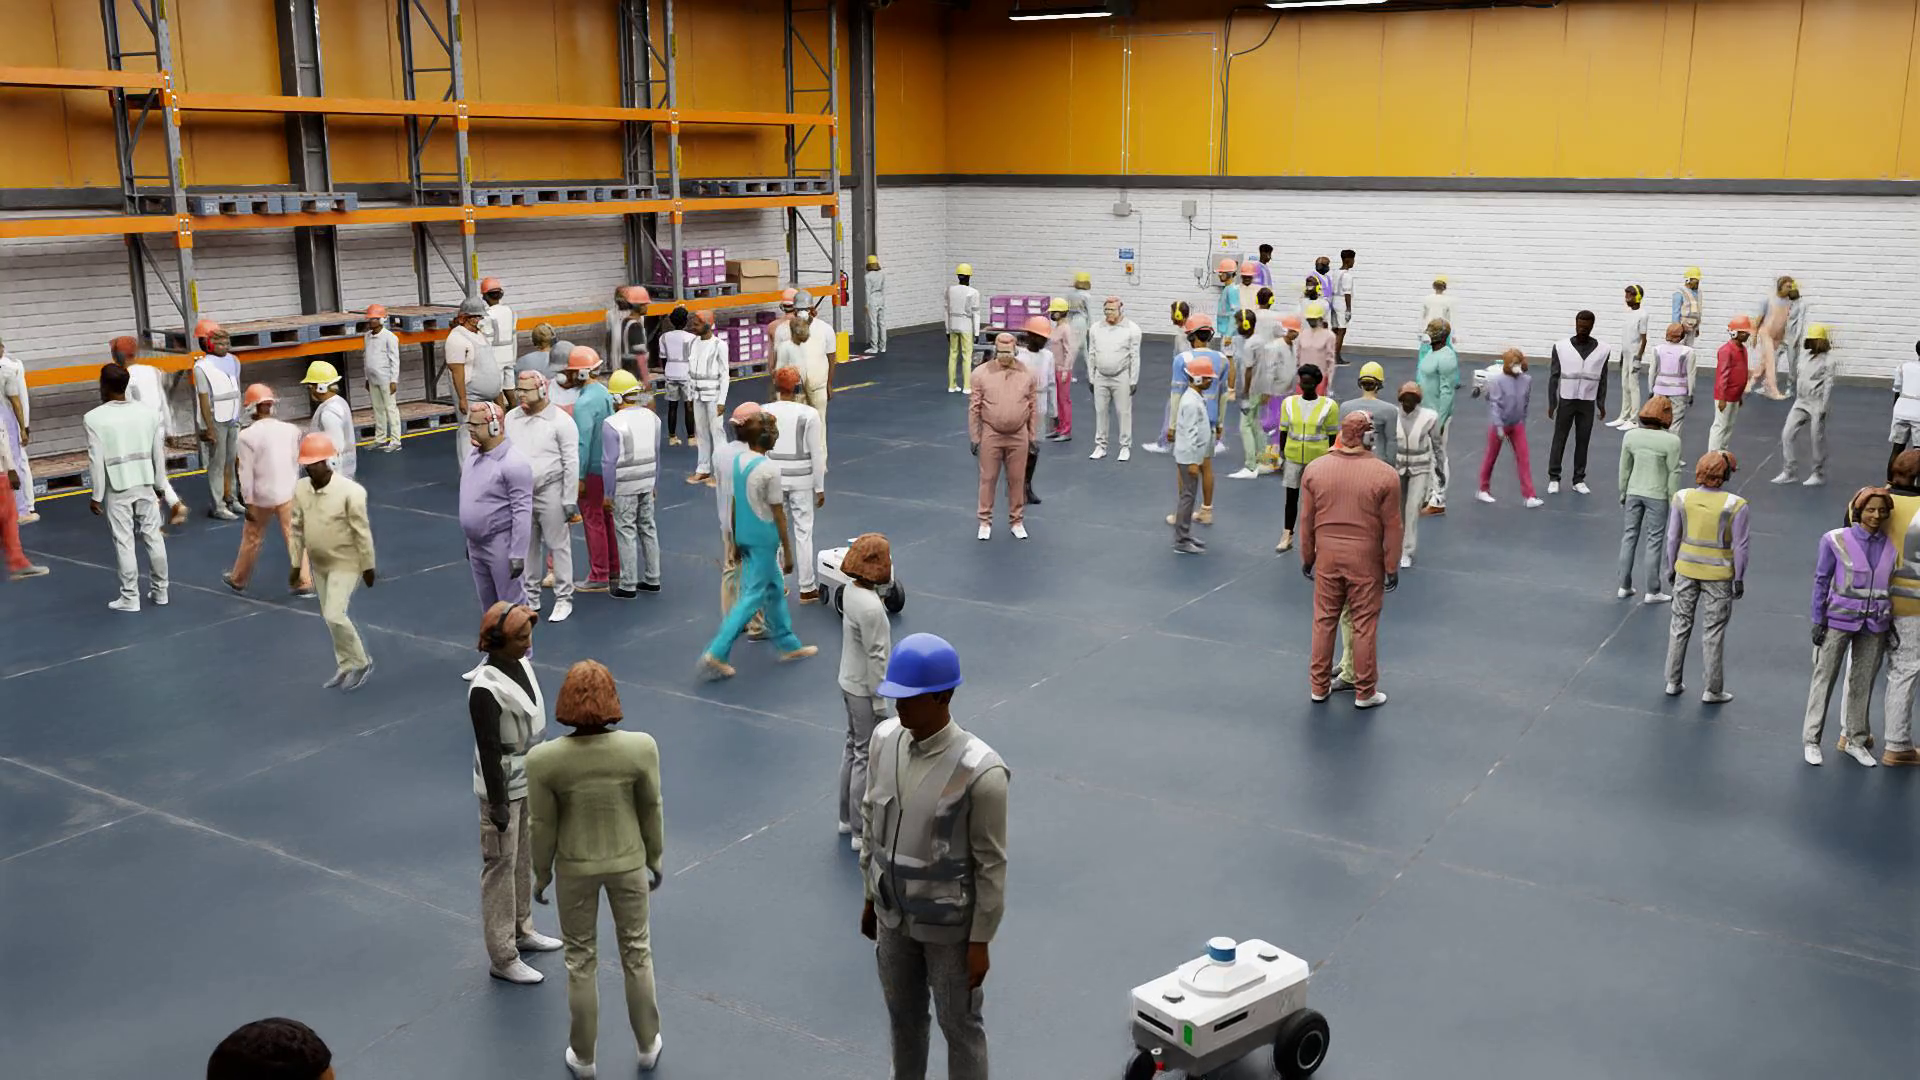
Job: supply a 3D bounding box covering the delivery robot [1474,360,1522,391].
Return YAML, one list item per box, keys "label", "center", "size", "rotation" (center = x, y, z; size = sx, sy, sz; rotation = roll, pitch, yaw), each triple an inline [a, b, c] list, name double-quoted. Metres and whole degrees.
- label: "delivery robot"
  center: [7.810, -2.369, 24.130]
  size: [0.707, 0.478, 0.477]
  rotation: [-7, 15, -27]

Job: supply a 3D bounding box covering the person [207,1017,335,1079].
- label: "person"
  center: [-1.314, 1.810, 3.225]
  size: [0.371, 1.916, 0.597]
  rotation: [-1, 13, -4]

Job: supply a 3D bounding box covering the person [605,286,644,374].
- label: "person"
  center: [-4.310, -2.347, 21.415]
  size: [0.506, 1.846, 0.345]
  rotation: [0, 13, 1]

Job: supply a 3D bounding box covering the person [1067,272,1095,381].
- label: "person"
  center: [1.942, -3.336, 26.014]
  size: [0.888, 1.690, 0.506]
  rotation: [-8, 15, -30]

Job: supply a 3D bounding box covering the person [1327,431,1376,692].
- label: "person"
  center: [2.537, 0.122, 10.903]
  size: [0.327, 1.753, 0.563]
  rotation: [4, 14, 17]

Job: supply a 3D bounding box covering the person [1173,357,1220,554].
- label: "person"
  center: [2.101, -0.750, 14.728]
  size: [0.381, 1.743, 0.569]
  rotation: [3, 13, 14]

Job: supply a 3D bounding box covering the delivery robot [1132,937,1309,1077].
- label: "delivery robot"
  center: [0.985, 1.744, 6.291]
  size: [0.707, 0.478, 0.477]
  rotation: [-10, 16, -37]

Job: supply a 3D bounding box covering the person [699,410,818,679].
- label: "person"
  center: [-1.382, 0.025, 11.220]
  size: [0.944, 1.810, 0.525]
  rotation: [-10, 16, -37]

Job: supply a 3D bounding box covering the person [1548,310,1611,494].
- label: "person"
  center: [6.422, -1.437, 17.312]
  size: [0.590, 1.916, 0.391]
  rotation: [1, 13, 6]

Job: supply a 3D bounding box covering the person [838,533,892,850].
- label: "person"
  center: [-0.472, 0.761, 8.422]
  size: [0.279, 1.625, 0.493]
  rotation: [-3, 13, -14]

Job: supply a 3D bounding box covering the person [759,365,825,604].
- label: "person"
  center: [-1.325, -0.432, 13.022]
  size: [0.581, 1.884, 0.351]
  rotation: [4, 14, 16]

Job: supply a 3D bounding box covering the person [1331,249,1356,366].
- label: "person"
  center: [6.418, -3.901, 27.924]
  size: [0.377, 1.958, 0.606]
  rotation: [-2, 13, -9]

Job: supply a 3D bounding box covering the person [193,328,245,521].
- label: "person"
  center: [-7.158, -1.123, 16.099]
  size: [0.389, 1.847, 0.567]
  rotation: [1, 13, 4]

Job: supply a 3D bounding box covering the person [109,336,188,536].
- label: "person"
  center: [-7.492, -0.941, 15.265]
  size: [0.481, 1.864, 0.598]
  rotation: [3, 13, 14]

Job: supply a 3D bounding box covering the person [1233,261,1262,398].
- label: "person"
  center: [4.151, -3.049, 24.172]
  size: [0.624, 1.982, 0.417]
  rotation: [0, 13, -1]

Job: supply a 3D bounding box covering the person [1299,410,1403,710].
- label: "person"
  center: [2.487, 0.123, 10.572]
  size: [0.652, 1.904, 0.403]
  rotation: [7, 15, 29]

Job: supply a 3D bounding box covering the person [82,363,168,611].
- label: "person"
  center: [-6.413, -0.408, 12.837]
  size: [0.385, 1.921, 0.596]
  rotation: [8, 15, 32]

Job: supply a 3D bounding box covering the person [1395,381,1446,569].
- label: "person"
  center: [3.926, -0.610, 14.436]
  size: [0.574, 1.592, 0.850]
  rotation: [7, 15, 26]

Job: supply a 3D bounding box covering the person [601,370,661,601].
- label: "person"
  center: [-2.610, -0.431, 13.166]
  size: [0.405, 1.824, 0.585]
  rotation: [8, 15, 30]

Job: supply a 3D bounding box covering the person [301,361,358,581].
- label: "person"
  center: [-5.172, -0.560, 13.691]
  size: [0.404, 1.830, 0.600]
  rotation: [-4, 13, -15]

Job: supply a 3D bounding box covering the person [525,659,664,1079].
- label: "person"
  center: [-1.365, 1.247, 6.288]
  size: [0.498, 1.634, 0.283]
  rotation: [-4, 13, -16]

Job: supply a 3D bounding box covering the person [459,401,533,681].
- label: "person"
  center: [-3.070, 0.038, 10.936]
  size: [0.638, 1.910, 0.407]
  rotation: [12, 17, 41]

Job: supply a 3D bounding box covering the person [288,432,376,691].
- label: "person"
  center: [-4.093, 0.144, 10.854]
  size: [0.557, 1.735, 0.466]
  rotation: [7, 15, 27]

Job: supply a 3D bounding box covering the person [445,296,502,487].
- label: "person"
  center: [-5.122, -1.574, 17.635]
  size: [0.535, 2.000, 0.679]
  rotation: [2, 13, 8]

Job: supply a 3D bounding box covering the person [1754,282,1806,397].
- label: "person"
  center: [11.931, -2.896, 24.095]
  size: [0.845, 1.710, 0.514]
  rotation: [-10, 16, -36]

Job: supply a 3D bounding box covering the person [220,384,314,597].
- label: "person"
  center: [-5.545, -0.390, 13.239]
  size: [0.856, 1.701, 0.587]
  rotation: [8, 15, 32]

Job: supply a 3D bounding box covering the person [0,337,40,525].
- label: "person"
  center: [-9.117, -1.048, 15.781]
  size: [0.513, 1.843, 0.334]
  rotation: [0, 13, 1]

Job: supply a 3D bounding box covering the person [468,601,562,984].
- label: "person"
  center: [-1.914, 1.058, 7.097]
  size: [0.310, 1.640, 0.514]
  rotation: [1, 13, 3]

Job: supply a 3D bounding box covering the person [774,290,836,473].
- label: "person"
  center: [-1.711, -1.740, 18.355]
  size: [0.684, 2.000, 0.538]
  rotation: [-1, 13, -3]

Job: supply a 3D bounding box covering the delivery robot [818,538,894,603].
- label: "delivery robot"
  center: [-0.813, 0.232, 12.851]
  size: [0.477, 0.478, 0.707]
  rotation: [-8, 15, -31]

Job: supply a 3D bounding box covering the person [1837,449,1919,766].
- label: "person"
  center: [5.404, 0.382, 9.601]
  size: [0.429, 1.835, 0.634]
  rotation: [-7, 15, -27]

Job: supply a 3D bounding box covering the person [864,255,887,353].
- label: "person"
  center: [-1.546, -4.223, 29.793]
  size: [0.322, 1.735, 0.487]
  rotation: [12, 17, 41]

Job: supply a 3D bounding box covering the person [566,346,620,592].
- label: "person"
  center: [-2.963, -0.573, 13.414]
  size: [0.406, 1.986, 0.616]
  rotation: [2, 13, 10]

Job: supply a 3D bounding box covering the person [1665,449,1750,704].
- label: "person"
  center: [4.777, 0.235, 10.666]
  size: [0.308, 1.641, 0.511]
  rotation: [-12, 17, -41]

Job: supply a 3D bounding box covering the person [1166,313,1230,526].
- label: "person"
  center: [2.235, -1.131, 15.751]
  size: [0.615, 2.028, 0.409]
  rotation: [-7, 15, -27]

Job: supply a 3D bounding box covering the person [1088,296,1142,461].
- label: "person"
  center: [1.765, -1.858, 19.189]
  size: [0.640, 1.900, 0.401]
  rotation: [6, 14, 25]

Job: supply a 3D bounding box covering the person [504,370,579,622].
- label: "person"
  center: [-3.176, -0.329, 12.526]
  size: [0.643, 1.910, 0.400]
  rotation: [5, 14, 22]

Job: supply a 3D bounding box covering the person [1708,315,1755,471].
- label: "person"
  center: [8.560, -1.615, 18.437]
  size: [0.564, 1.752, 0.339]
  rotation: [-13, 18, -43]

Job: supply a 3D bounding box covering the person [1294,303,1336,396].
- label: "person"
  center: [4.233, -1.966, 19.974]
  size: [0.527, 1.757, 0.362]
  rotation: [6, 14, 24]

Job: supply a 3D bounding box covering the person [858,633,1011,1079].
- label: "person"
  center: [-0.107, 1.246, 5.602]
  size: [0.602, 1.948, 0.385]
  rotation: [11, 17, 39]
